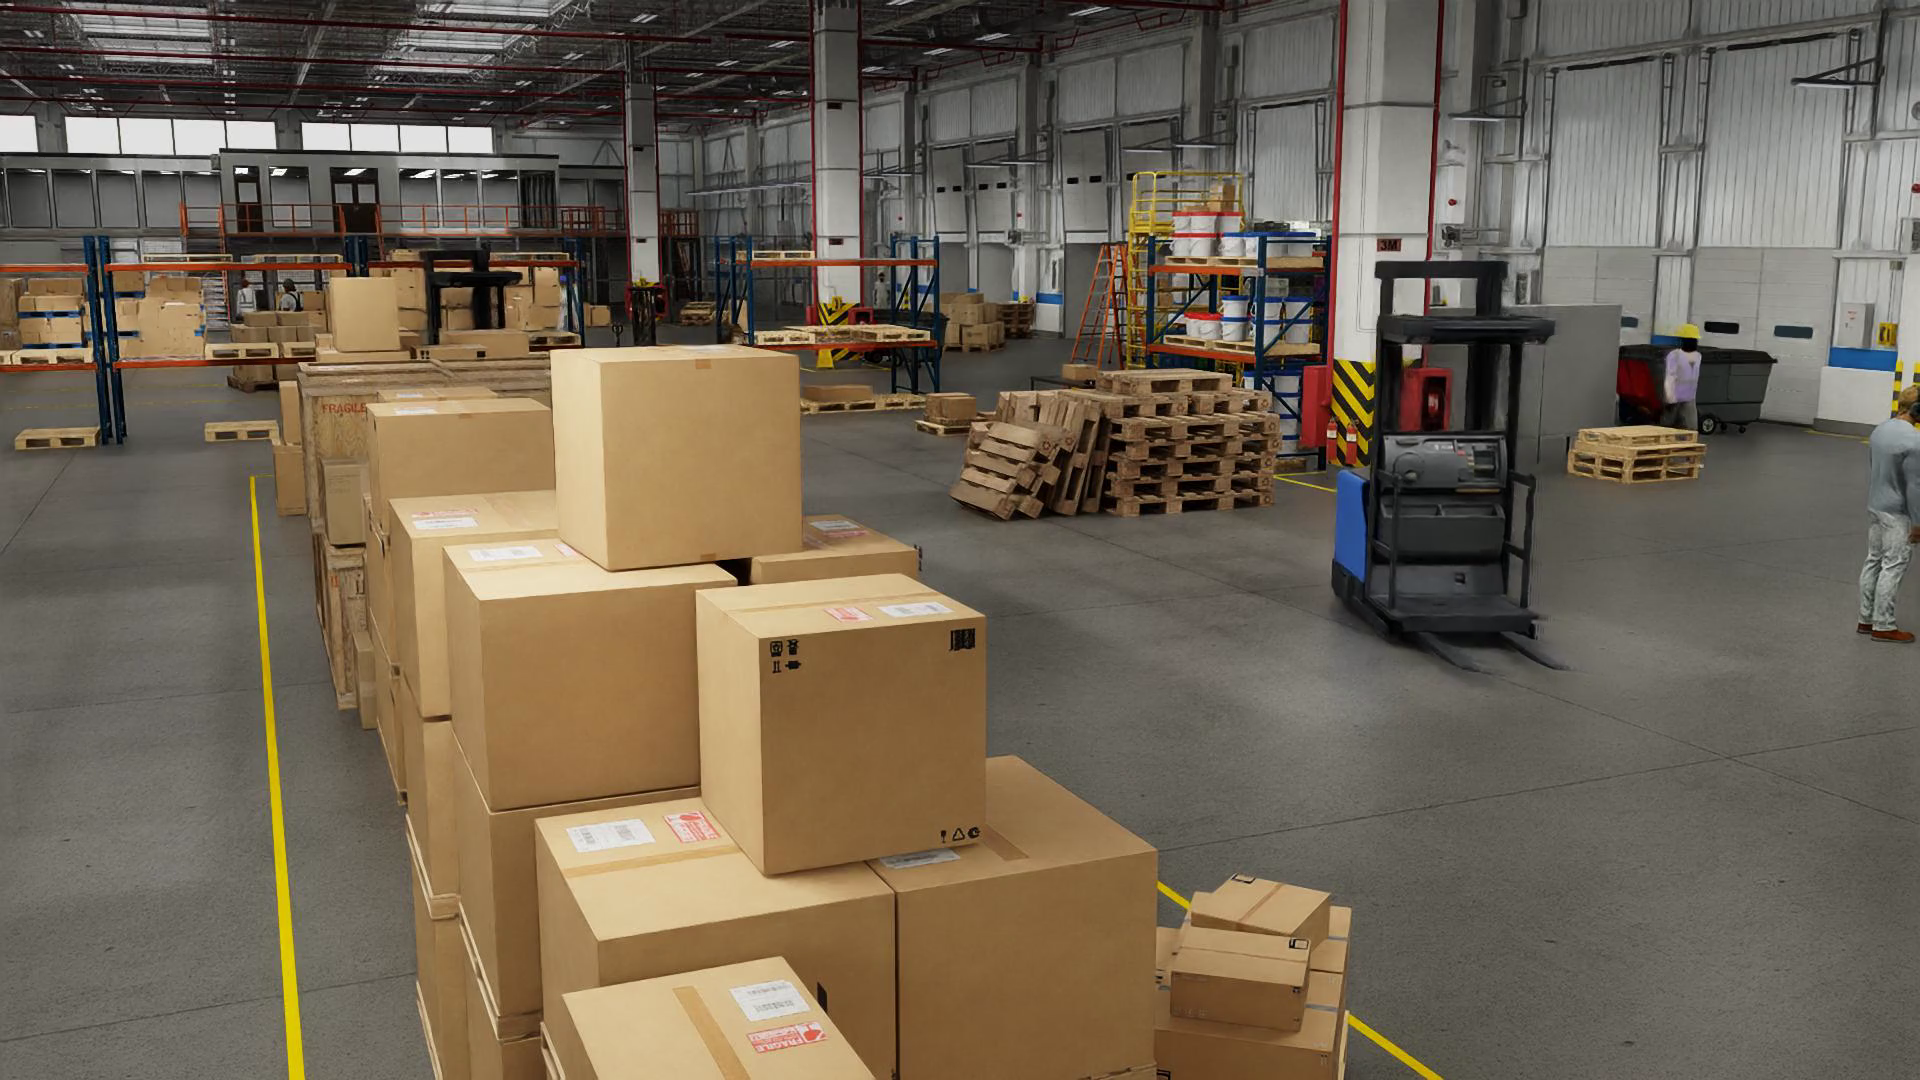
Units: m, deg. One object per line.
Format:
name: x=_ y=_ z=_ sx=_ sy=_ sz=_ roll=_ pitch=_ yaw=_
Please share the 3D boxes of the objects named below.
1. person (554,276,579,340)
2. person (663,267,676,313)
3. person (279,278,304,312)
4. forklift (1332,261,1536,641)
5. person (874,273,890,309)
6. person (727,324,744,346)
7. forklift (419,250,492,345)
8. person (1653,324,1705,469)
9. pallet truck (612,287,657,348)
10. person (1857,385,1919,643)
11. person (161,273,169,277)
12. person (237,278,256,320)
person: x=-11.659 y=-6.907 z=49.441 sx=0.604 sy=1.909 sz=0.969 roll=8 pitch=13 yaw=37
person: x=-11.728 y=-10.097 z=67.204 sx=0.518 sy=1.848 sz=0.355 roll=2 pitch=10 yaw=10
person: x=-16.190 y=-5.294 z=40.179 sx=0.537 sy=2.000 sz=0.682 roll=2 pitch=11 yaw=14
forklift: x=3.675 y=-0.777 z=12.967 sx=1.129 sy=2.768 sz=1.873 roll=0 pitch=10 yaw=-1
person: x=-2.656 y=-8.170 z=56.644 sx=0.542 sy=1.819 sz=0.973 roll=0 pitch=10 yaw=1
person: x=-2.844 y=-1.748 z=20.950 sx=0.644 sy=1.921 sz=0.442 roll=-7 pitch=12 yaw=-33
forklift: x=-7.213 y=-2.775 z=23.981 sx=1.129 sy=2.768 sz=1.873 roll=-9 pitch=13 yaw=-39
person: x=9.500 y=-1.919 z=22.013 sx=0.599 sy=1.892 sz=0.959 roll=-4 pitch=11 yaw=-19
pallet truck: x=-6.464 y=-4.406 z=35.401 sx=0.823 sy=1.965 sz=1.885 roll=6 pitch=12 yaw=32
person: x=6.971 y=-0.191 z=12.377 sx=0.386 sy=1.928 sz=0.641 roll=0 pitch=10 yaw=1
person: x=-25.760 y=-7.655 z=53.611 sx=0.576 sy=1.895 sz=0.957 roll=10 pitch=14 yaw=44
person: x=-20.578 y=-6.629 z=48.074 sx=0.892 sy=1.856 sz=0.584 roll=6 pitch=12 yaw=28
